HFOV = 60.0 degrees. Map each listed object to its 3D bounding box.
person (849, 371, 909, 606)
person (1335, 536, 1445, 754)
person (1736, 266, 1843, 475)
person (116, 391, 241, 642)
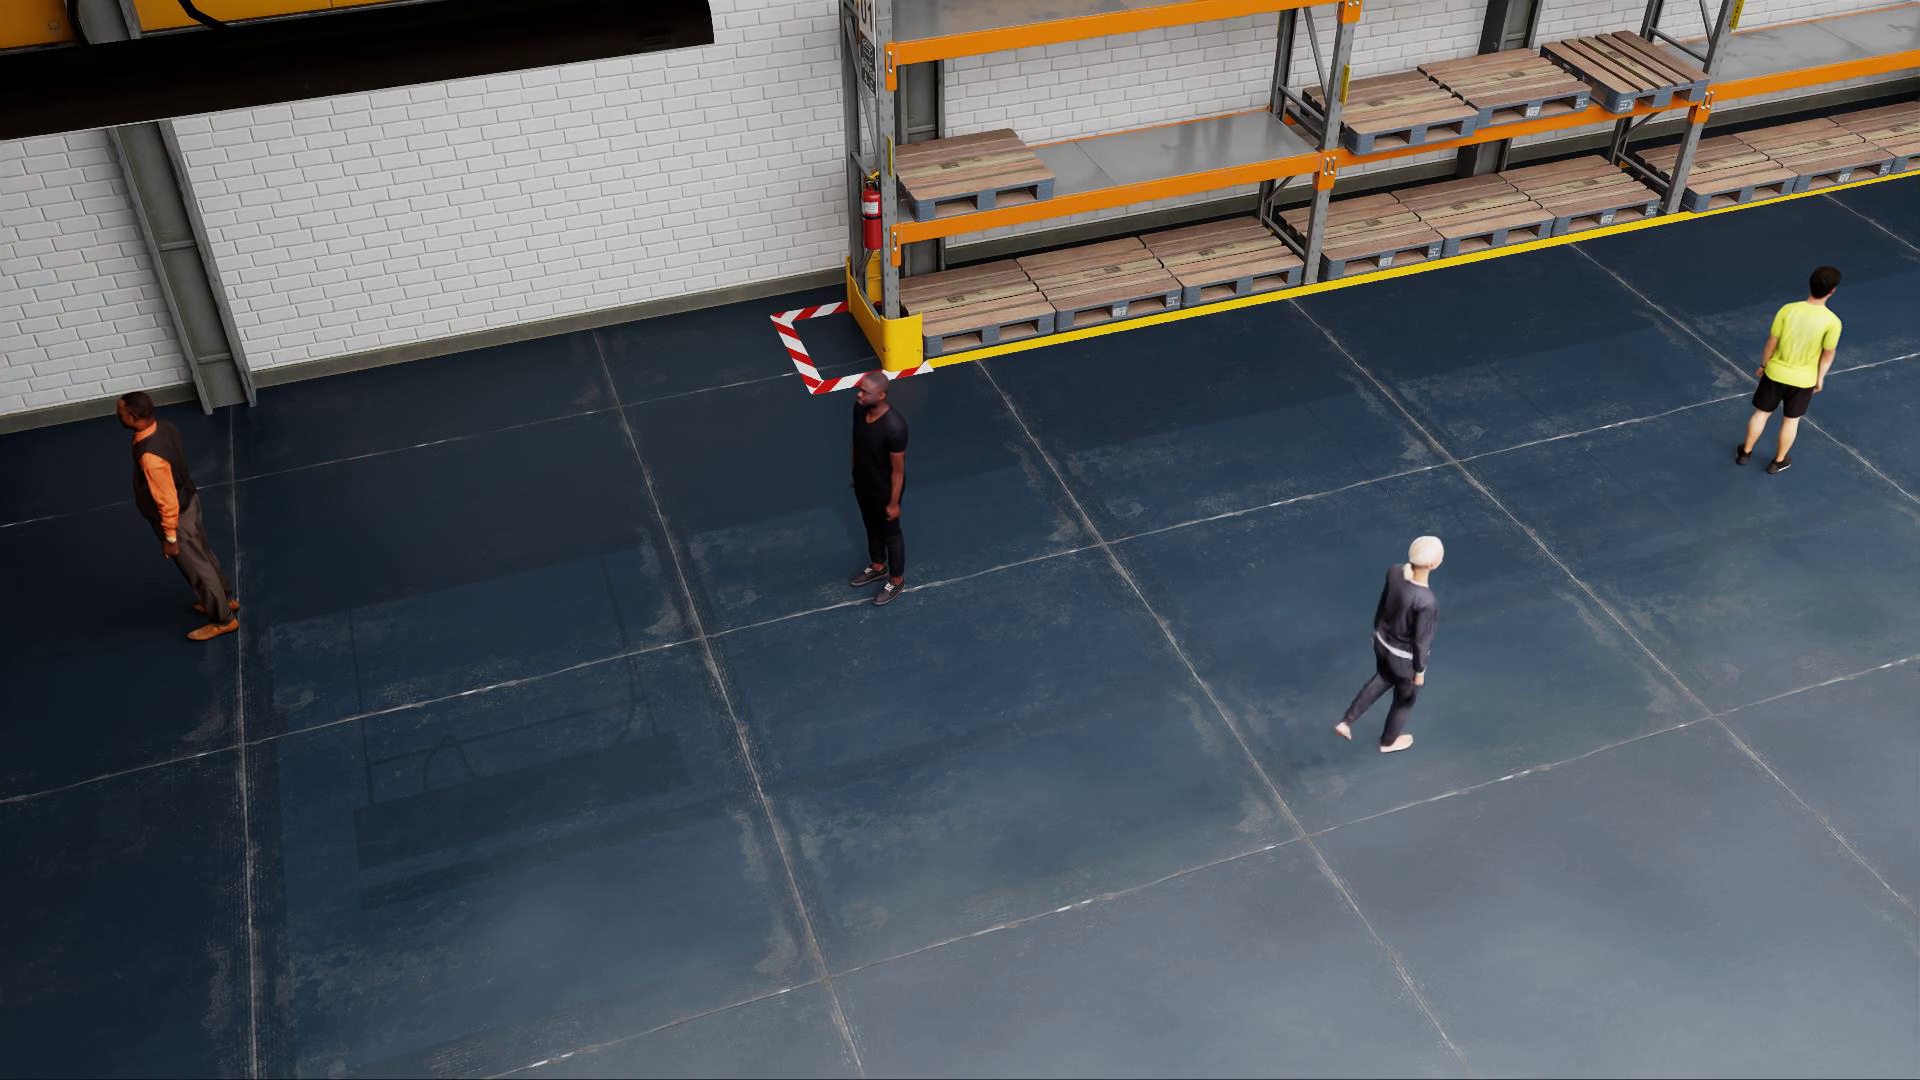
[{"bbox_3d":[-0.539,-0.373,11.253,0.673,1.818,0.727,-25,45,-28],"label":"person"},{"bbox_3d":[2.600,0.665,10.038,0.785,1.712,0.652,-16,41,-19],"label":"person"},{"bbox_3d":[6.239,-1.268,12.462,0.704,1.708,0.720,25,45,28],"label":"person"},{"bbox_3d":[-5.132,-0.171,10.928,0.624,1.908,0.704,-9,40,-11],"label":"person"}]
